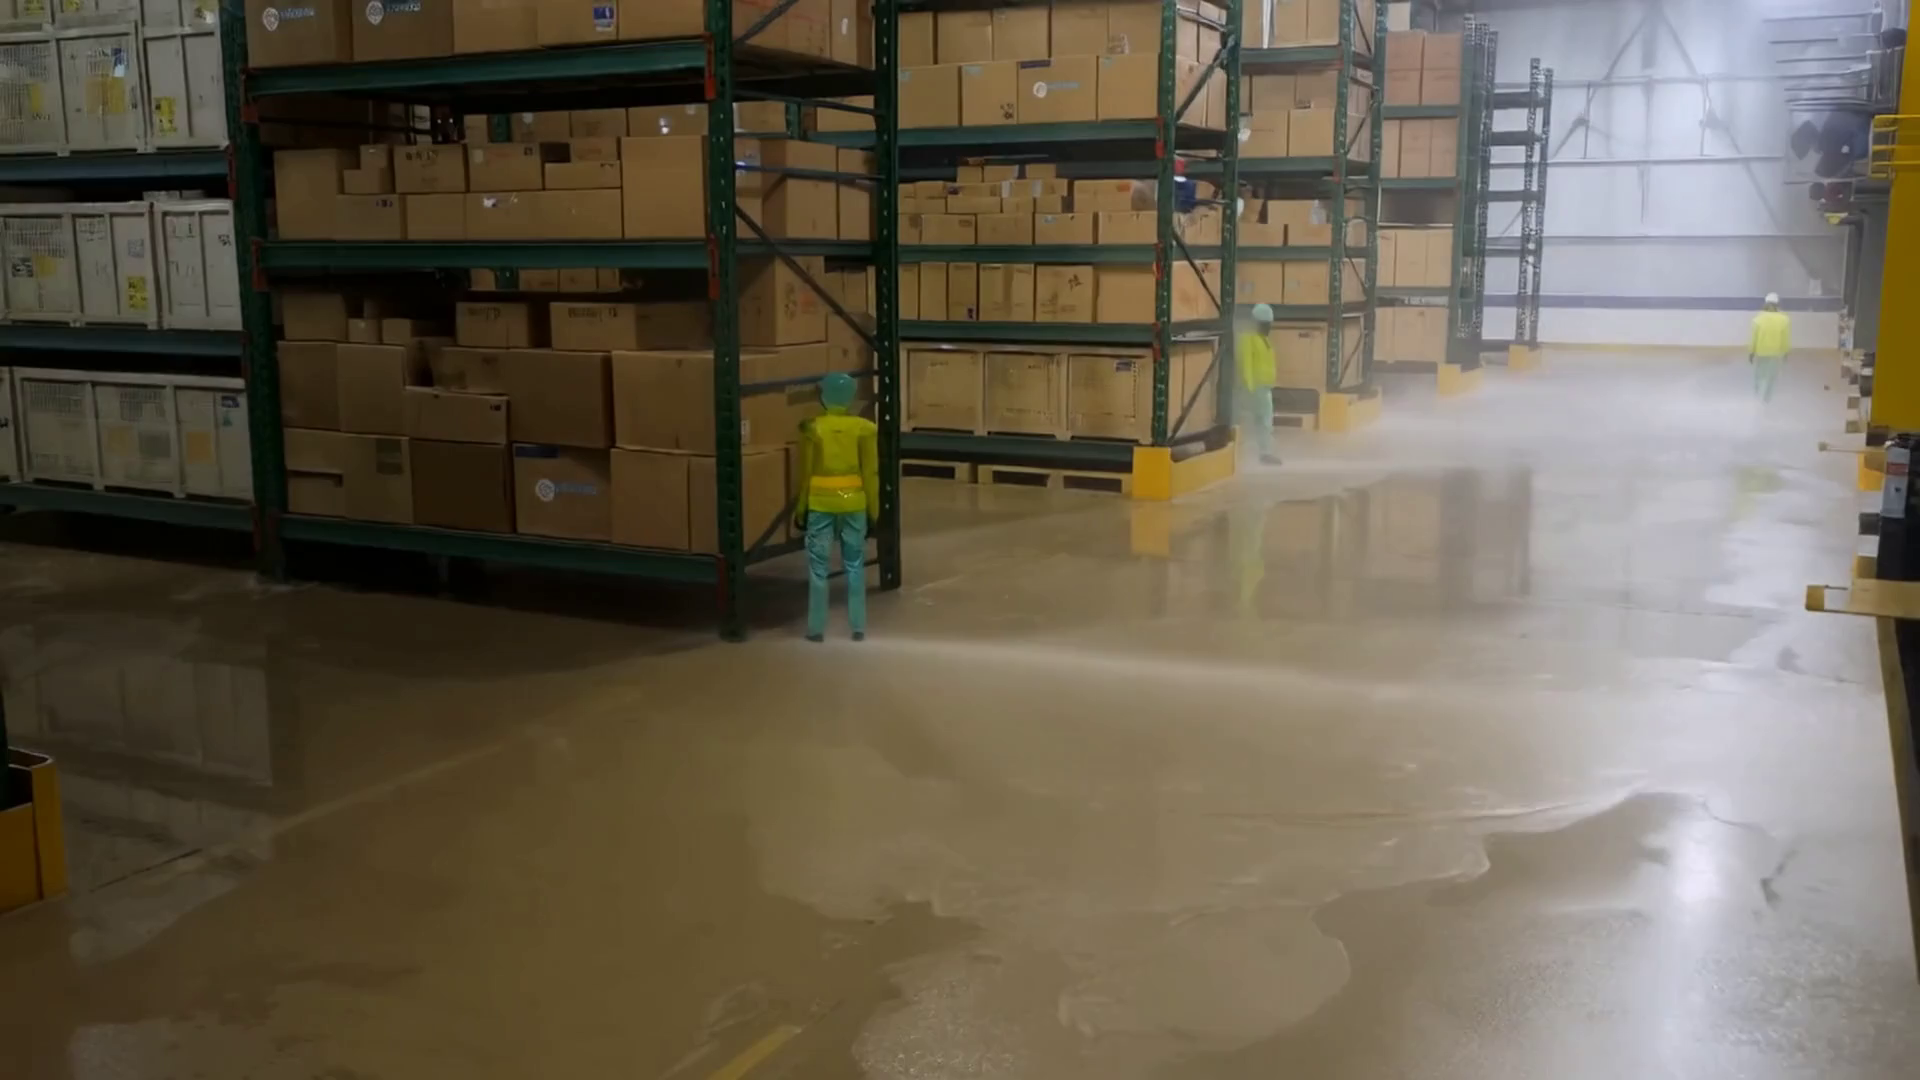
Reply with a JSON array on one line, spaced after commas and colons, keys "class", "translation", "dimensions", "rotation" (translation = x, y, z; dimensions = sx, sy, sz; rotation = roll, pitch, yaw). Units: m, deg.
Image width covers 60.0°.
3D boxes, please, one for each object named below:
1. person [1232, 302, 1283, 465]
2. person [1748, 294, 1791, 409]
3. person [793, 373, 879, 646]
[{"class": "person", "translation": [3.208, -1.723, 18.352], "dimensions": [0.654, 1.797, 0.620], "rotation": [8, 13, 40]}, {"class": "person", "translation": [12.237, -2.853, 25.157], "dimensions": [0.568, 1.704, 0.897], "rotation": [6, 11, 29]}, {"class": "person", "translation": [-0.731, -0.179, 9.898], "dimensions": [0.520, 1.630, 0.321], "rotation": [-3, 10, -18]}]
